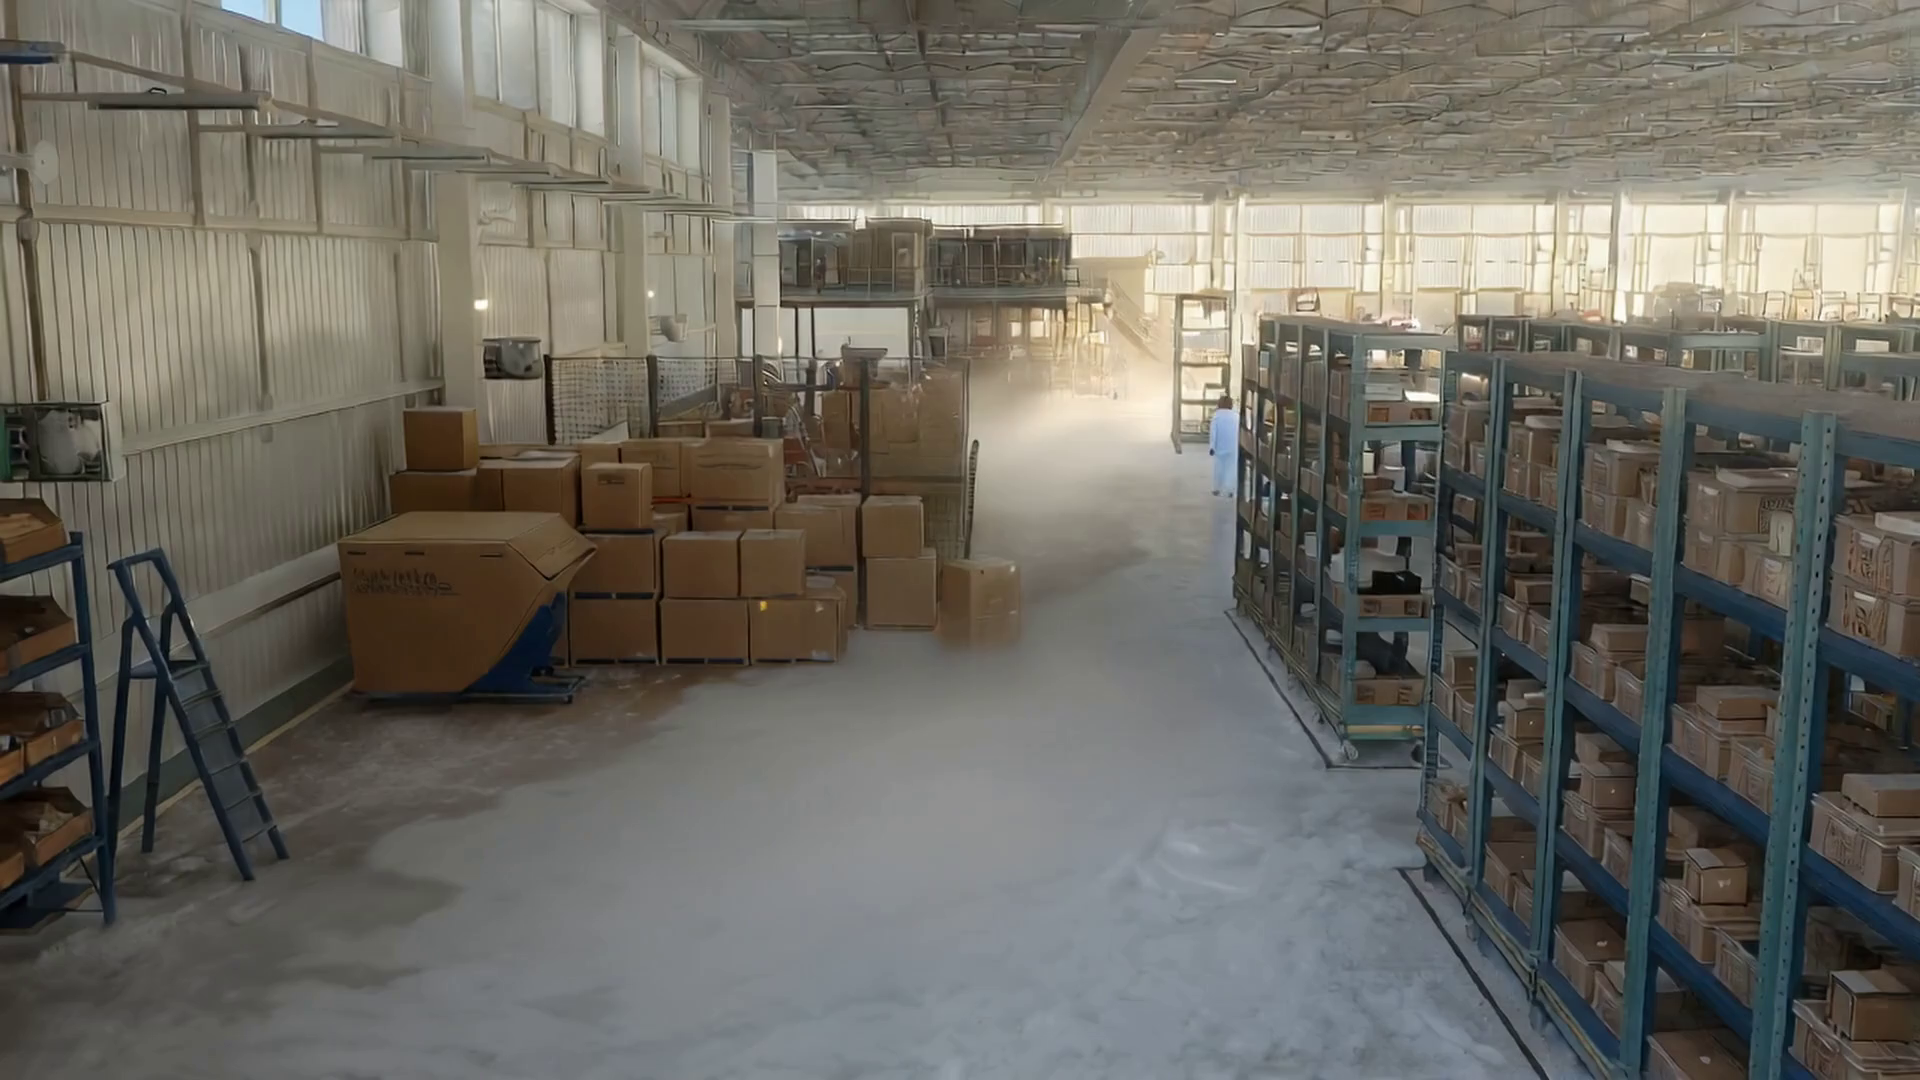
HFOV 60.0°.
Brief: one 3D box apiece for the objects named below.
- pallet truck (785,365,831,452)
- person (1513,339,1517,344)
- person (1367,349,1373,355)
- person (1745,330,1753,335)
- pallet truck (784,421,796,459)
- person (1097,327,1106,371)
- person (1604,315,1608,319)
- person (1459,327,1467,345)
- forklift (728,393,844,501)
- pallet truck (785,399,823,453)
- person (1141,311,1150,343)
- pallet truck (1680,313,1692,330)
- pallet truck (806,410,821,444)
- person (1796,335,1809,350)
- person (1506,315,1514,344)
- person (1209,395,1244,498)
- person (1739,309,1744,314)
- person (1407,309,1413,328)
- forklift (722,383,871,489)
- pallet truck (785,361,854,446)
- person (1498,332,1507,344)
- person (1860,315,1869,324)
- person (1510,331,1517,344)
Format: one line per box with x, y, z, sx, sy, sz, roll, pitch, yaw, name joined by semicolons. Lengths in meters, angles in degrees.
-3.774;-2.976;37.635;1.885;1.965;0.823;1;9;5;pallet truck
20.789;-6.837;61.839;0.912;1.868;0.626;9;13;43;person
16.301;-7.543;65.914;0.390;1.962;0.629;-7;11;-36;person
37.823;-9.762;79.892;0.625;1.870;0.591;-3;10;-20;person
-4.013;-1.793;32.705;1.601;1.201;0.680;0;9;1;pallet truck
5.767;-7.779;67.800;0.361;1.831;0.503;-2;9;-13;person
33.414;-10.747;86.074;0.430;1.839;0.619;0;9;0;person
19.775;-7.462;65.594;0.641;1.903;0.608;-3;10;-15;person
-2.979;-1.316;26.476;2.680;1.987;1.157;0;9;1;forklift
-3.814;-2.432;36.419;1.630;1.274;0.653;0;9;1;pallet truck
10.476;-12.076;94.247;0.429;1.846;0.626;-7;12;-39;person
36.315;-10.531;84.244;0.823;1.965;1.885;-6;11;-33;pallet truck
-3.559;-2.018;33.905;1.522;1.261;0.704;0;9;-1;pallet truck
33.205;-7.451;65.652;0.533;1.865;0.313;9;13;43;person
27.364;-10.189;82.474;1.031;1.880;0.656;-3;10;-20;person
4.839;-1.716;30.312;0.654;1.851;1.002;0;9;-1;person
44.271;-12.131;94.281;0.545;1.943;0.347;-2;10;-15;person
25.592;-12.174;94.626;0.398;1.918;0.587;5;11;30;person
-2.893;-1.687;28.729;2.680;1.987;1.157;0;9;-1;forklift
-3.410;-3.193;38.978;1.885;1.965;0.823;0;9;-1;pallet truck
20.753;-7.071;63.611;0.331;1.767;0.527;-3;10;-20;person
45.127;-10.279;82.964;0.529;1.904;0.601;-1;9;-7;person
26.796;-9.804;80.220;0.766;1.847;0.551;-6;11;-31;person
